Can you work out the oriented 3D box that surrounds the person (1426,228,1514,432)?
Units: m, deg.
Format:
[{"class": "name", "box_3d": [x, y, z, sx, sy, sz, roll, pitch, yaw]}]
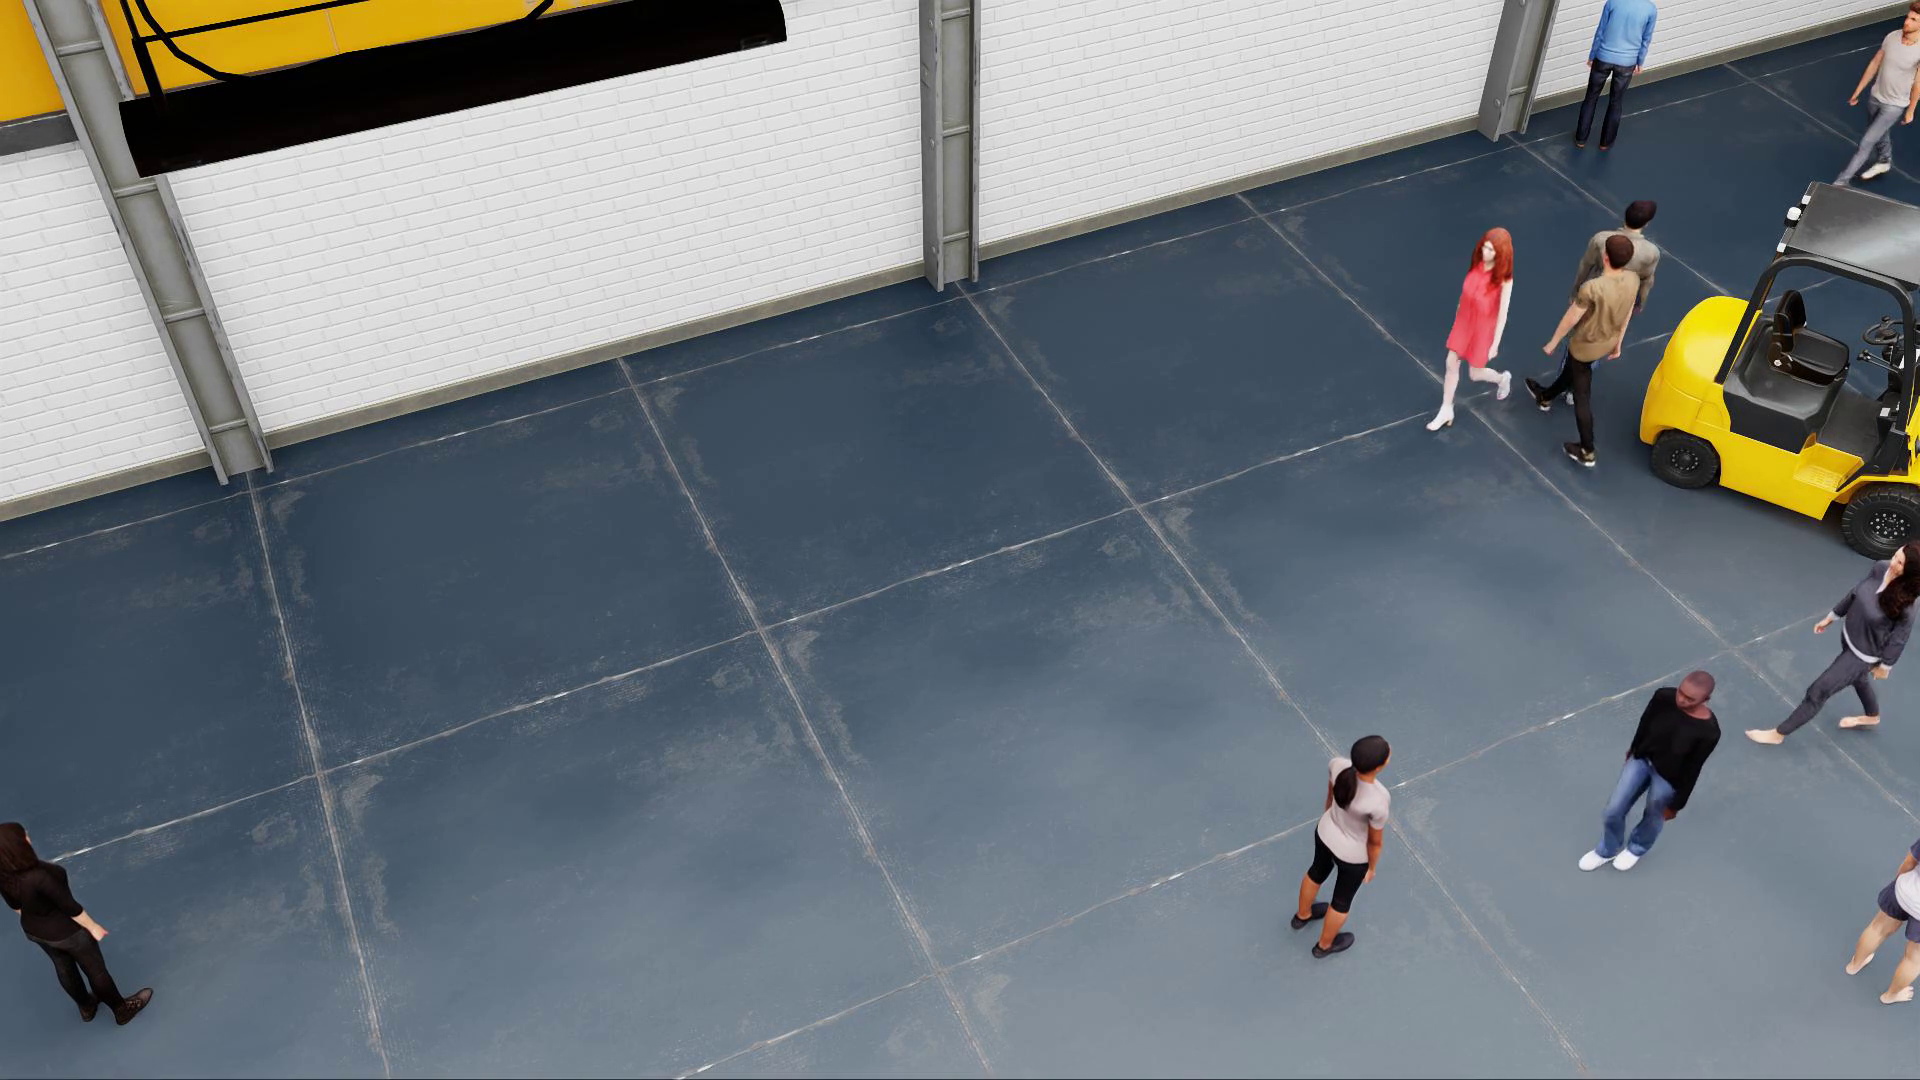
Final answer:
[{"class": "person", "box_3d": [3.974, -1.596, 12.591, 0.971, 1.809, 0.648, -21, 47, -21]}]

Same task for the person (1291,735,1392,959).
[{"class": "person", "box_3d": [2.116, 1.682, 9.197, 0.560, 1.745, 0.611, -23, 48, -23]}]

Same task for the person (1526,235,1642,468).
[{"class": "person", "box_3d": [4.731, -1.374, 12.366, 1.159, 1.798, 0.728, -18, 47, -18]}]

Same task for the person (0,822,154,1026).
[{"class": "person", "box_3d": [-4.818, 2.065, 8.870, 0.628, 1.642, 0.716, 9, 44, 9]}]

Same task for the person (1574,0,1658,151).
[{"class": "person", "box_3d": [6.196, -4.564, 15.704, 0.734, 1.813, 0.789, 15, 46, 15]}]

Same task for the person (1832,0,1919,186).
[{"class": "person", "box_3d": [8.478, -3.994, 15.081, 1.196, 1.847, 0.674, -16, 46, -17]}]

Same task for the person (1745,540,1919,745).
[{"class": "person", "box_3d": [5.667, 0.646, 10.299, 1.224, 1.725, 0.972, 1, 44, 1]}]

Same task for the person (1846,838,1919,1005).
[{"class": "person", "box_3d": [5.261, 1.955, 9.041, 0.539, 1.565, 0.579, -22, 48, -21]}]

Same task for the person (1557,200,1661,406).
[{"class": "person", "box_3d": [4.912, -1.742, 12.717, 0.851, 1.846, 0.889, 21, 47, 20]}]

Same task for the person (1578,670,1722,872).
[{"class": "person", "box_3d": [4.098, 1.305, 9.604, 0.764, 1.730, 0.688, -26, 50, -25]}]
